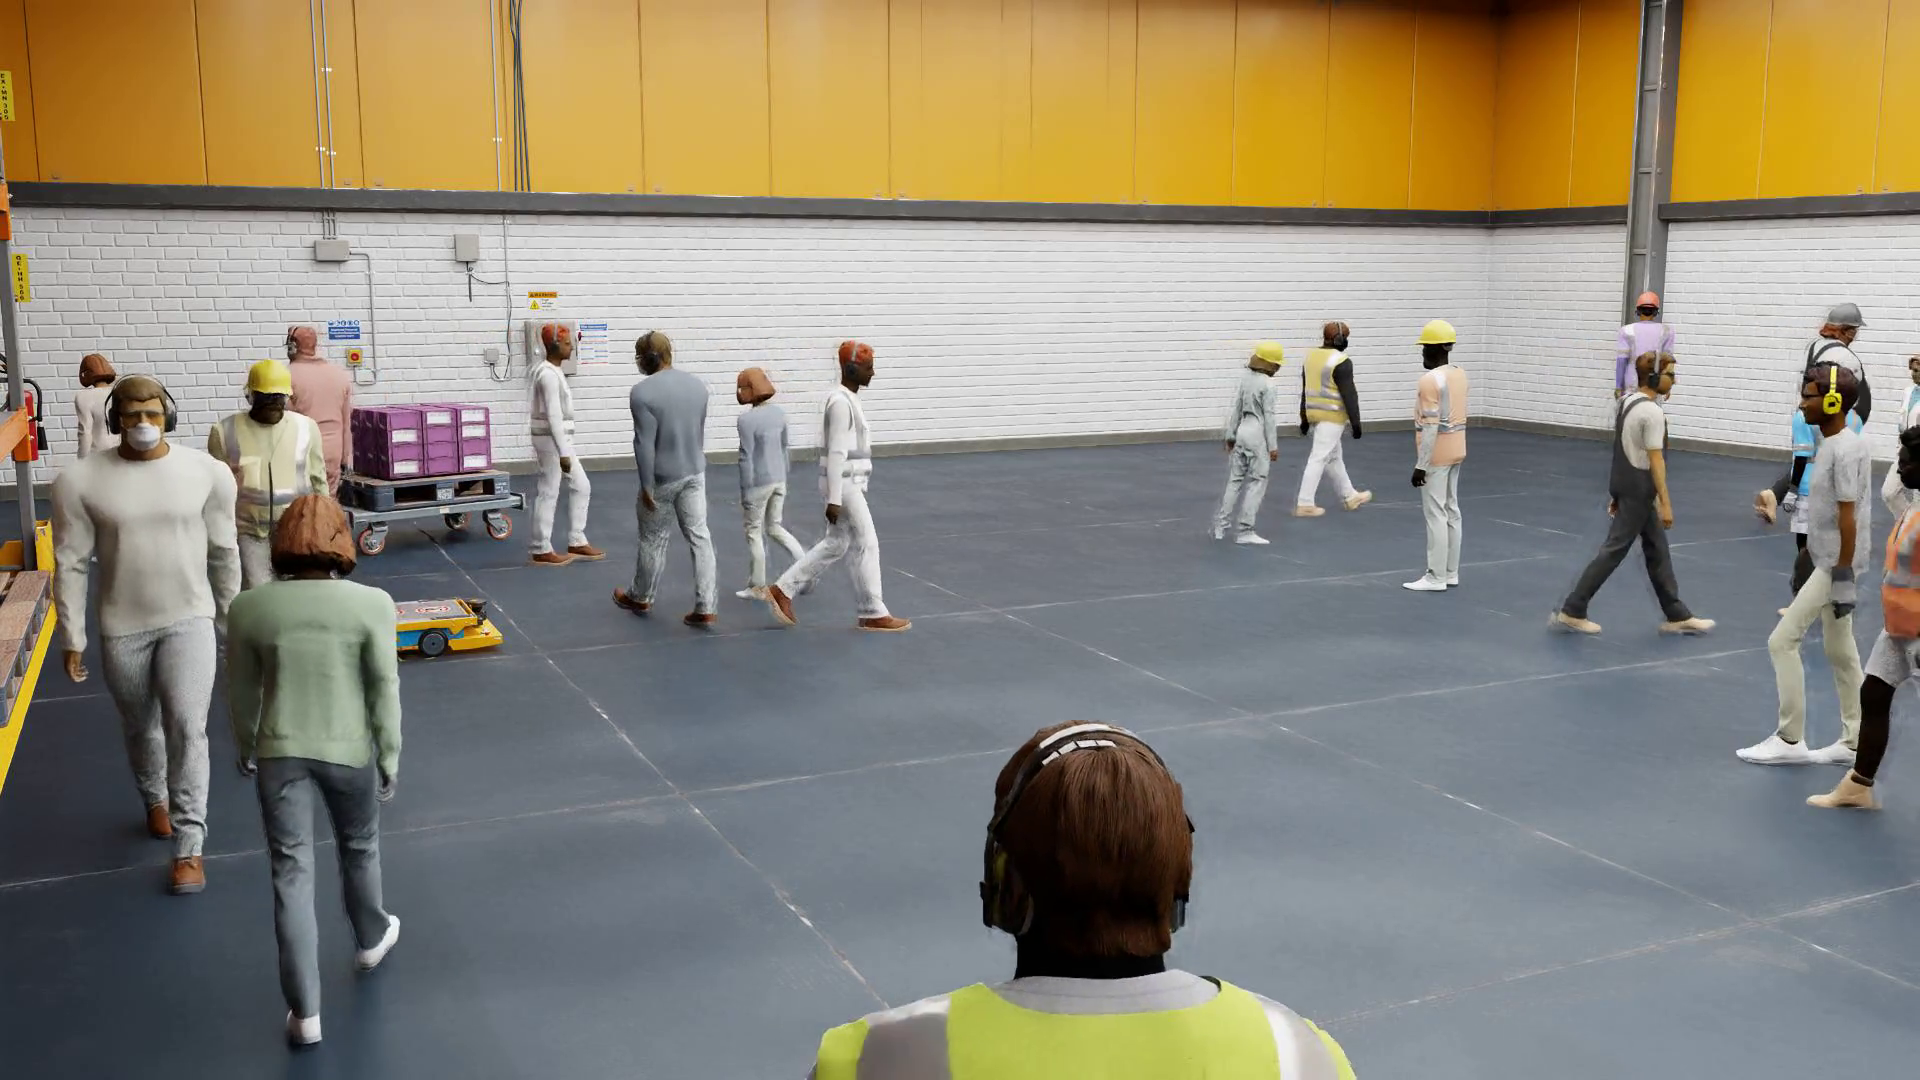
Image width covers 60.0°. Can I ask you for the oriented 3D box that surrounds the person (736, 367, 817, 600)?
[{"bbox_3d":[-1.276,-0.372,11.371,0.558,1.613,0.532,6,11,33],"label":"person"}]

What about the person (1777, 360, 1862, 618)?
[{"bbox_3d":[5.571,-0.313,10.789,0.540,1.695,0.317,-4,10,-21],"label":"person"}]

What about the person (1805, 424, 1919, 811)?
[{"bbox_3d":[4.022,0.356,6.801,0.826,1.669,0.535,3,10,17],"label":"person"}]

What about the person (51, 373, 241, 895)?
[{"bbox_3d":[-3.074,0.305,6.344,0.642,1.905,0.981,-4,10,-24],"label":"person"}]

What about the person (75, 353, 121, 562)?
[{"bbox_3d":[-6.672,-0.637,12.997,0.280,1.633,0.498,4,10,23],"label":"person"}]

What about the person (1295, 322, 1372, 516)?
[{"bbox_3d":[3.528,-1.119,15.465,0.938,1.794,0.658,-3,10,-19],"label":"person"}]

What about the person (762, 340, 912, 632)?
[{"bbox_3d":[-0.790,-0.330,10.431,0.893,1.856,0.588,0,9,-2],"label":"person"}]

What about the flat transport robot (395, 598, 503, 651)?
[{"bbox_3d":[-3.517,0.539,9.916,1.431,0.197,0.652,-4,10,-25],"label":"flat transport robot"}]

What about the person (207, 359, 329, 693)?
[{"bbox_3d":[-3.775,-0.089,9.075,0.633,1.809,0.512,-5,10,-26],"label":"person"}]

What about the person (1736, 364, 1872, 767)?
[{"bbox_3d":[3.886,0.128,7.593,0.710,1.843,0.549,4,10,26],"label":"person"}]

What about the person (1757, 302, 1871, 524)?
[{"bbox_3d":[7.493,-1.074,14.446,0.809,2.000,0.690,0,9,2],"label":"person"}]

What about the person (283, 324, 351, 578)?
[{"bbox_3d":[-4.648,-0.594,11.930,0.472,1.889,0.673,5,10,29],"label":"person"}]

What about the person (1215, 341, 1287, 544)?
[{"bbox_3d":[2.420,-0.816,13.916,0.433,1.702,0.651,-4,10,-23],"label":"person"}]

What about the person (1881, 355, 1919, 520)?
[{"bbox_3d":[7.515,-0.645,13.058,0.372,1.623,0.544,-1,9,-5],"label":"person"}]

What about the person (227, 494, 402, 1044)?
[{"bbox_3d":[-1.966,0.651,5.100,0.526,1.583,0.830,-2,9,-11],"label":"person"}]

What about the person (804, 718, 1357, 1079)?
[{"bbox_3d":[0.123,1.092,1.756,0.621,1.807,0.914,-3,10,-17],"label":"person"}]

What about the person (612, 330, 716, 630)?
[{"bbox_3d":[-1.911,-0.393,10.688,0.658,1.879,1.002,-9,13,-44],"label":"person"}]

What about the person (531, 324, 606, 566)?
[{"bbox_3d":[-3.005,-0.719,12.778,0.696,1.861,0.620,-1,9,-8],"label":"person"}]

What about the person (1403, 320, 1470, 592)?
[{"bbox_3d":[3.379,-0.592,11.809,0.388,1.926,0.590,8,12,41],"label":"person"}]

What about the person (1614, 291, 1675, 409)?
[{"bbox_3d":[7.748,-1.789,18.875,0.611,2.042,0.394,2,9,13],"label":"person"}]

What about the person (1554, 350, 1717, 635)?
[{"bbox_3d":[4.188,-0.277,10.282,0.981,1.798,0.530,1,9,8],"label":"person"}]
